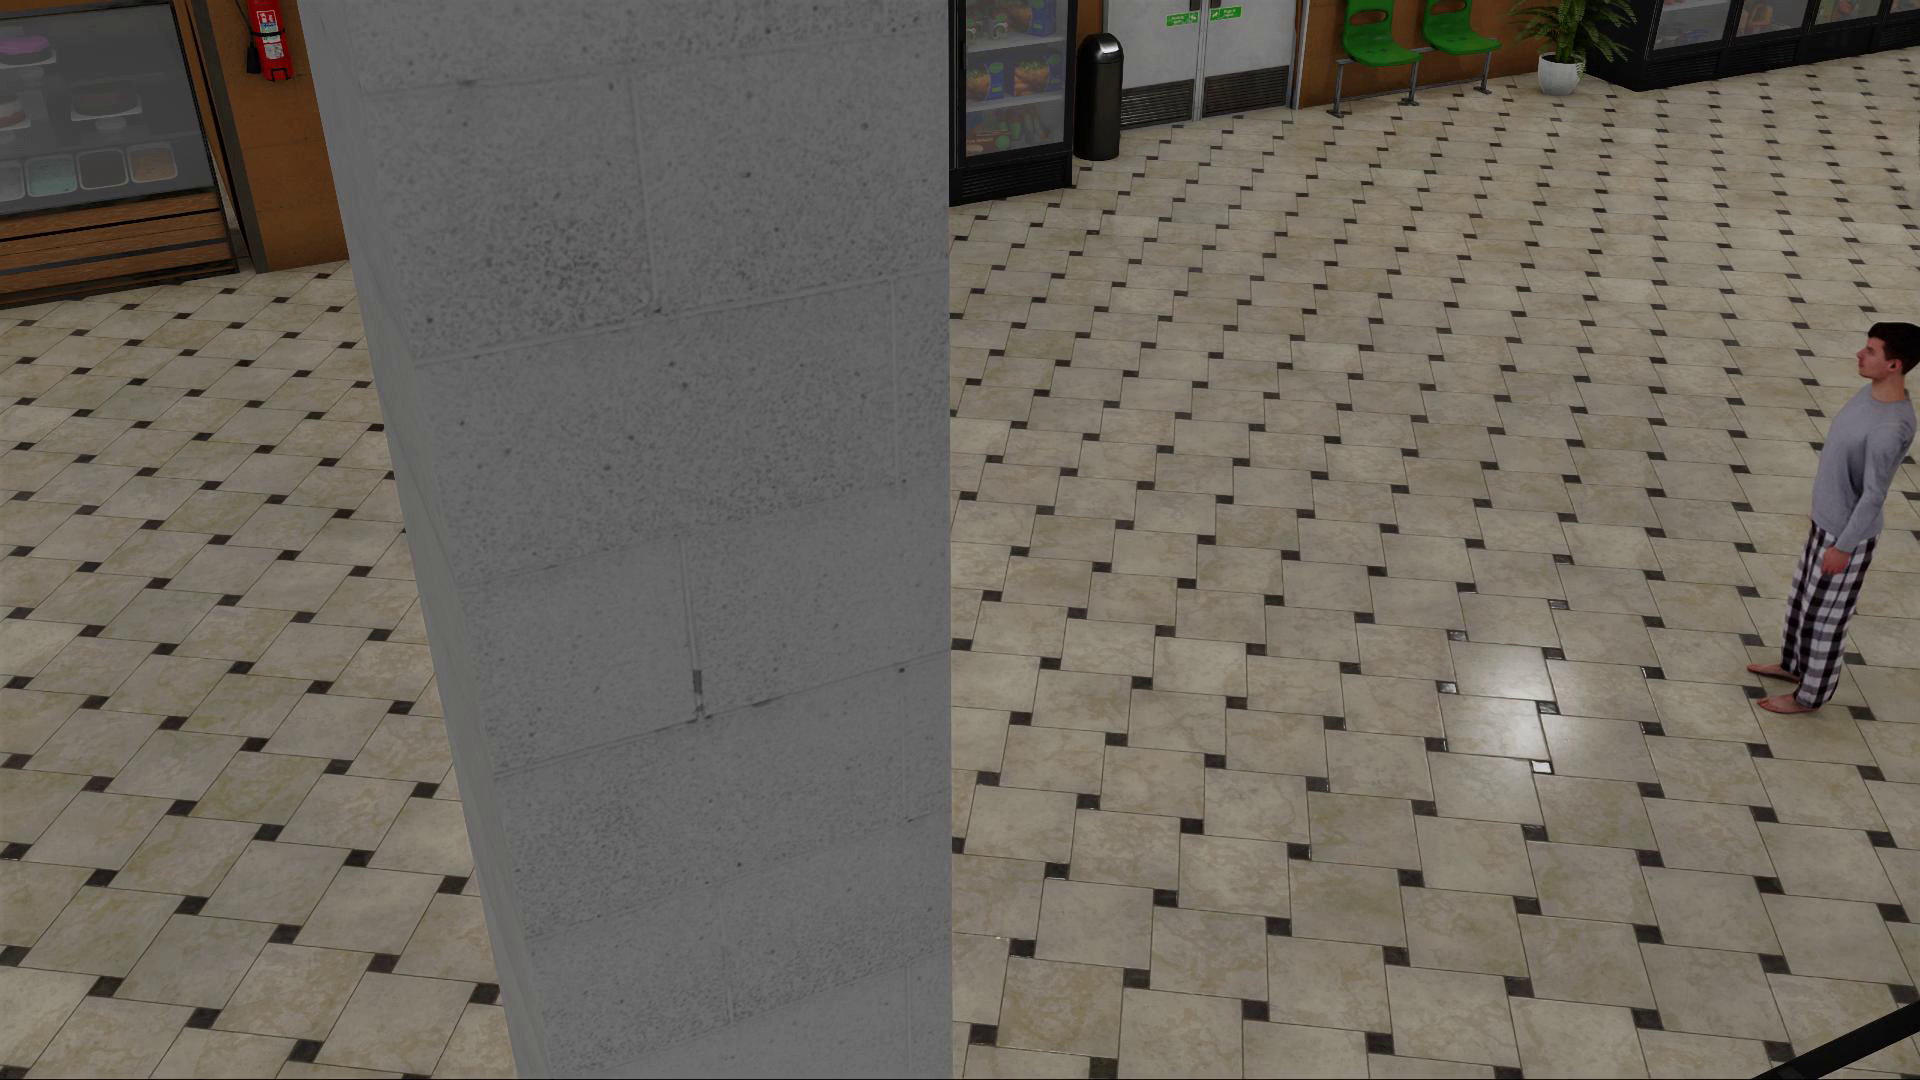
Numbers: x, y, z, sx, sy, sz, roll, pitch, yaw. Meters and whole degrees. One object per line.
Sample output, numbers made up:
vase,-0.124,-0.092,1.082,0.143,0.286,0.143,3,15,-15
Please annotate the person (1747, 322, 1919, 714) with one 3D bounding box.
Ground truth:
person,3.777,-0.075,7.086,0.765,1.847,0.693,9,33,14
